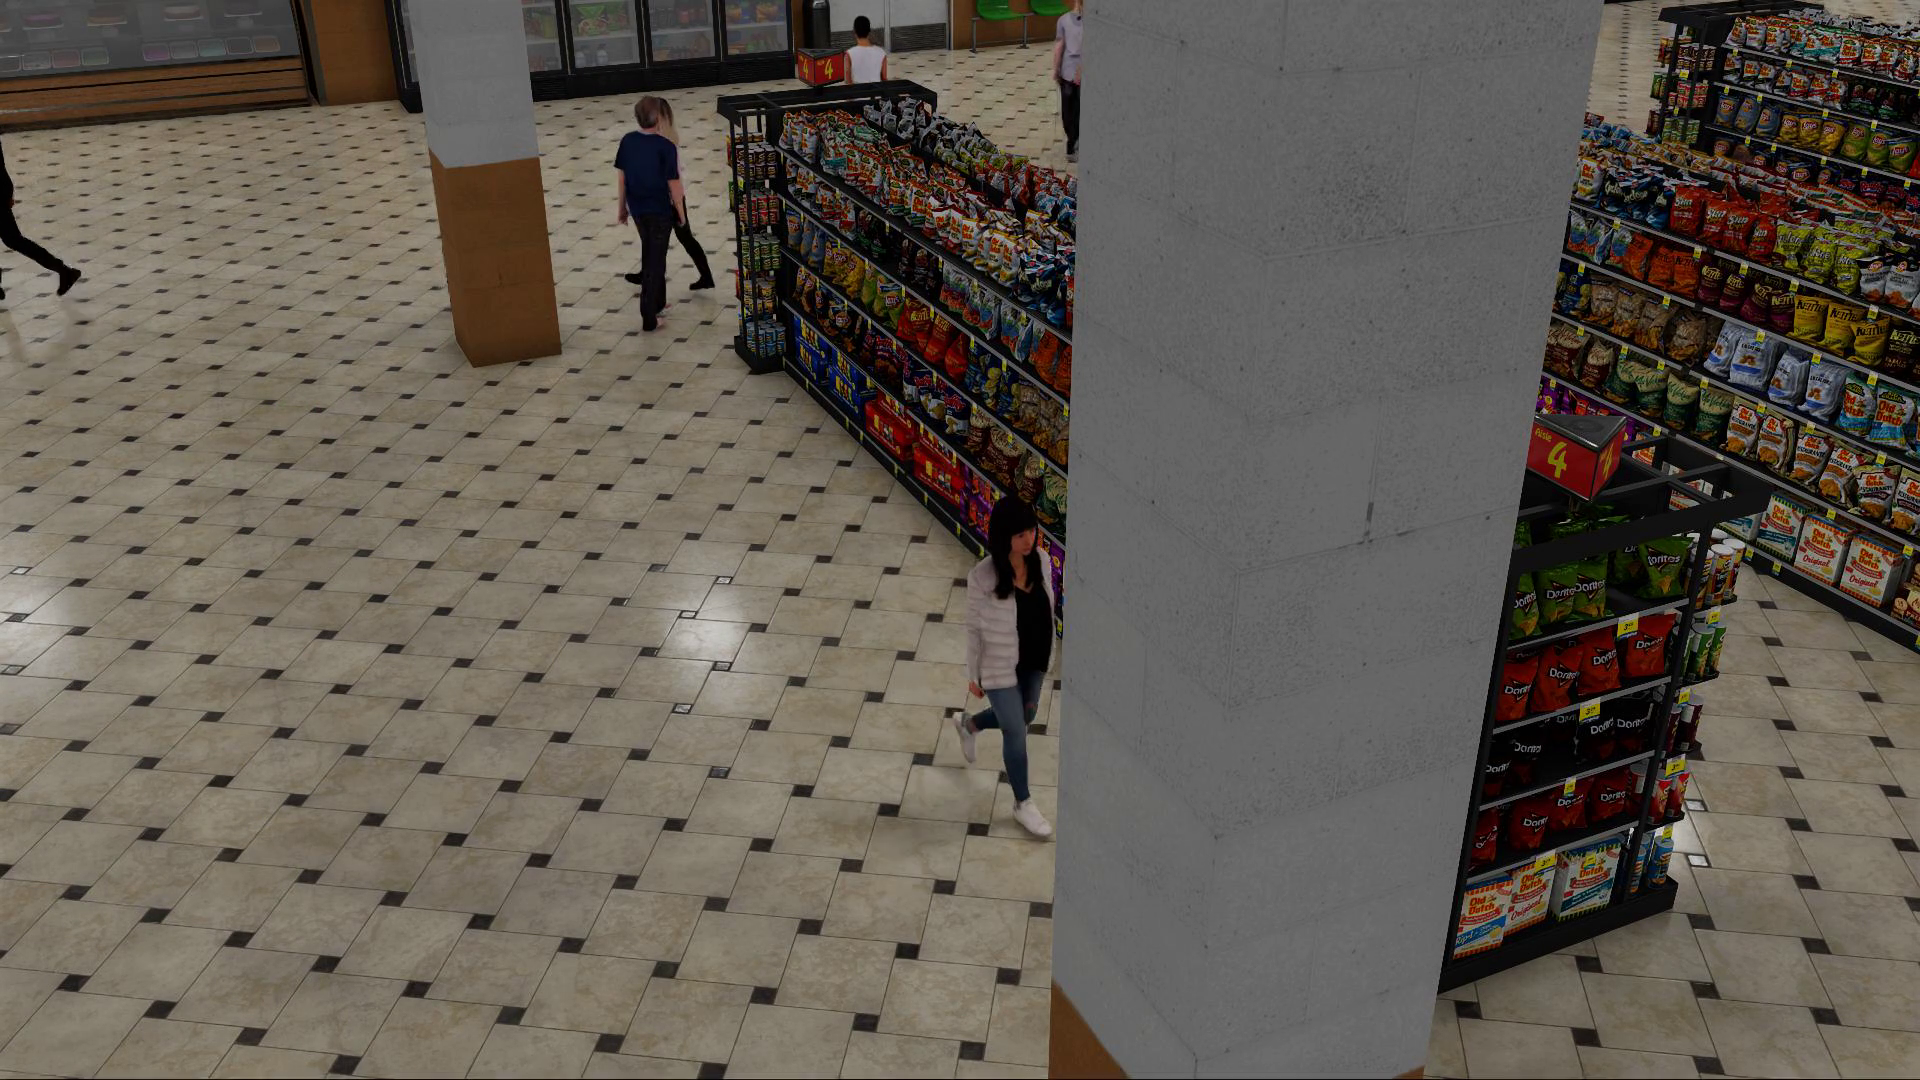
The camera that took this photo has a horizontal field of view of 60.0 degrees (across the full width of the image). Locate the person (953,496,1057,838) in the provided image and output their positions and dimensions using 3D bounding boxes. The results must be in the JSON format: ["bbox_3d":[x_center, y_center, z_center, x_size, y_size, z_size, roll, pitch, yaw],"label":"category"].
[{"bbox_3d":[0.181,0.514,7.439,0.766,1.615,1.042,-20,33,-34],"label":"person"}]

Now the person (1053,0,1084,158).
[{"bbox_3d":[1.280,-5.126,18.368,1.154,1.789,1.284,5,27,9],"label":"person"}]

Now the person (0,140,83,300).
[{"bbox_3d":[-7.951,-2.838,13.866,0.889,1.780,1.174,-7,28,-13],"label":"person"}]

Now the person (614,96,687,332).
[{"bbox_3d":[-2.502,-2.552,13.232,0.947,1.845,1.004,10,29,19],"label":"person"}]

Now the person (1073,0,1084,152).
[{"bbox_3d":[1.573,-5.056,18.234,0.942,1.787,0.878,14,30,25],"label":"person"}]

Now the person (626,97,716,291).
[{"bbox_3d":[-2.410,-2.872,14.082,1.181,1.647,1.064,12,29,22],"label":"person"}]

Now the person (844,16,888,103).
[{"bbox_3d":[-0.943,-4.364,16.924,0.742,1.736,1.119,-9,28,-17],"label":"person"}]
